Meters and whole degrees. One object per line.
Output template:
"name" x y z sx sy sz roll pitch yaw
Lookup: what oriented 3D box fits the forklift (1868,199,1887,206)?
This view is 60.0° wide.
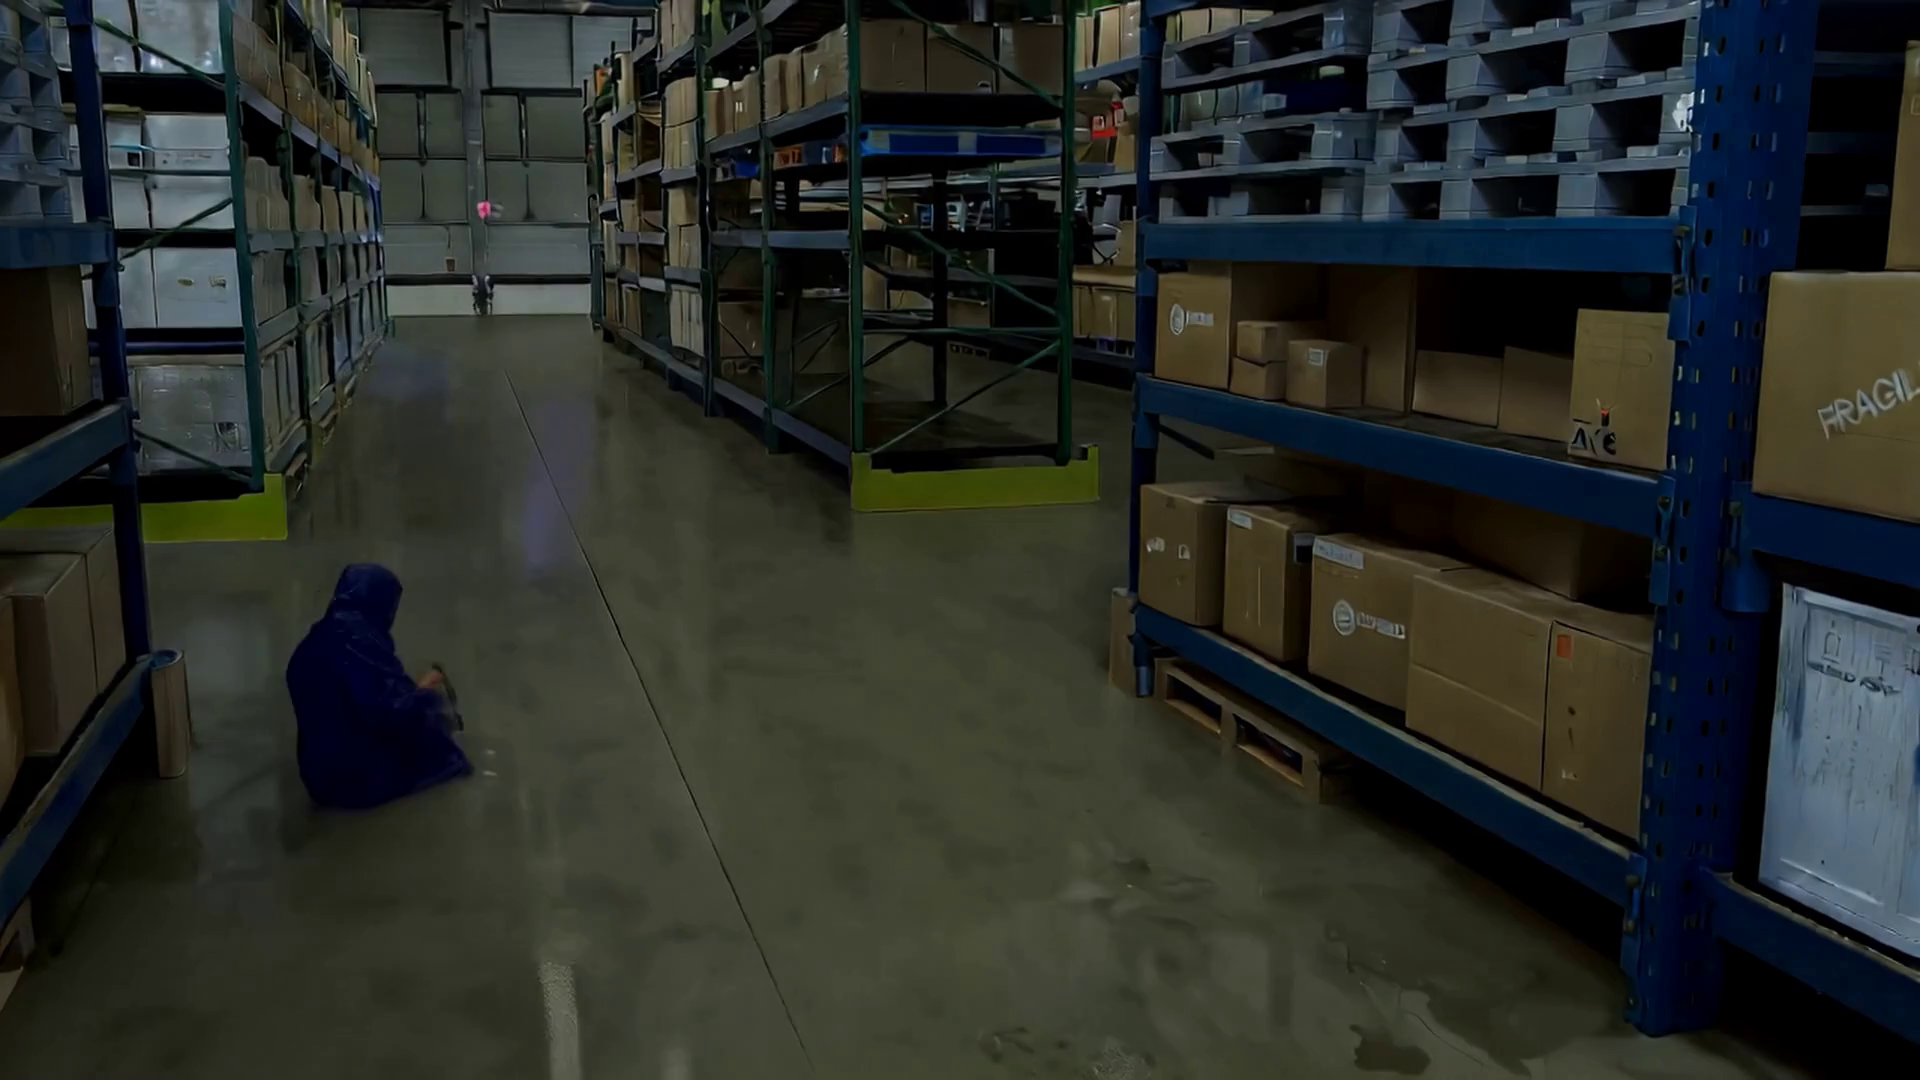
"forklift" 11.338 -2.915 21.052 1.129 2.768 1.873 -3 11 -17

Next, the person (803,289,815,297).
"person" -3.389 -5.115 35.665 0.615 1.947 0.388 5 12 26

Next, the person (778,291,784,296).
"person" -3.623 -4.526 33.112 0.454 1.701 0.583 5 11 26
